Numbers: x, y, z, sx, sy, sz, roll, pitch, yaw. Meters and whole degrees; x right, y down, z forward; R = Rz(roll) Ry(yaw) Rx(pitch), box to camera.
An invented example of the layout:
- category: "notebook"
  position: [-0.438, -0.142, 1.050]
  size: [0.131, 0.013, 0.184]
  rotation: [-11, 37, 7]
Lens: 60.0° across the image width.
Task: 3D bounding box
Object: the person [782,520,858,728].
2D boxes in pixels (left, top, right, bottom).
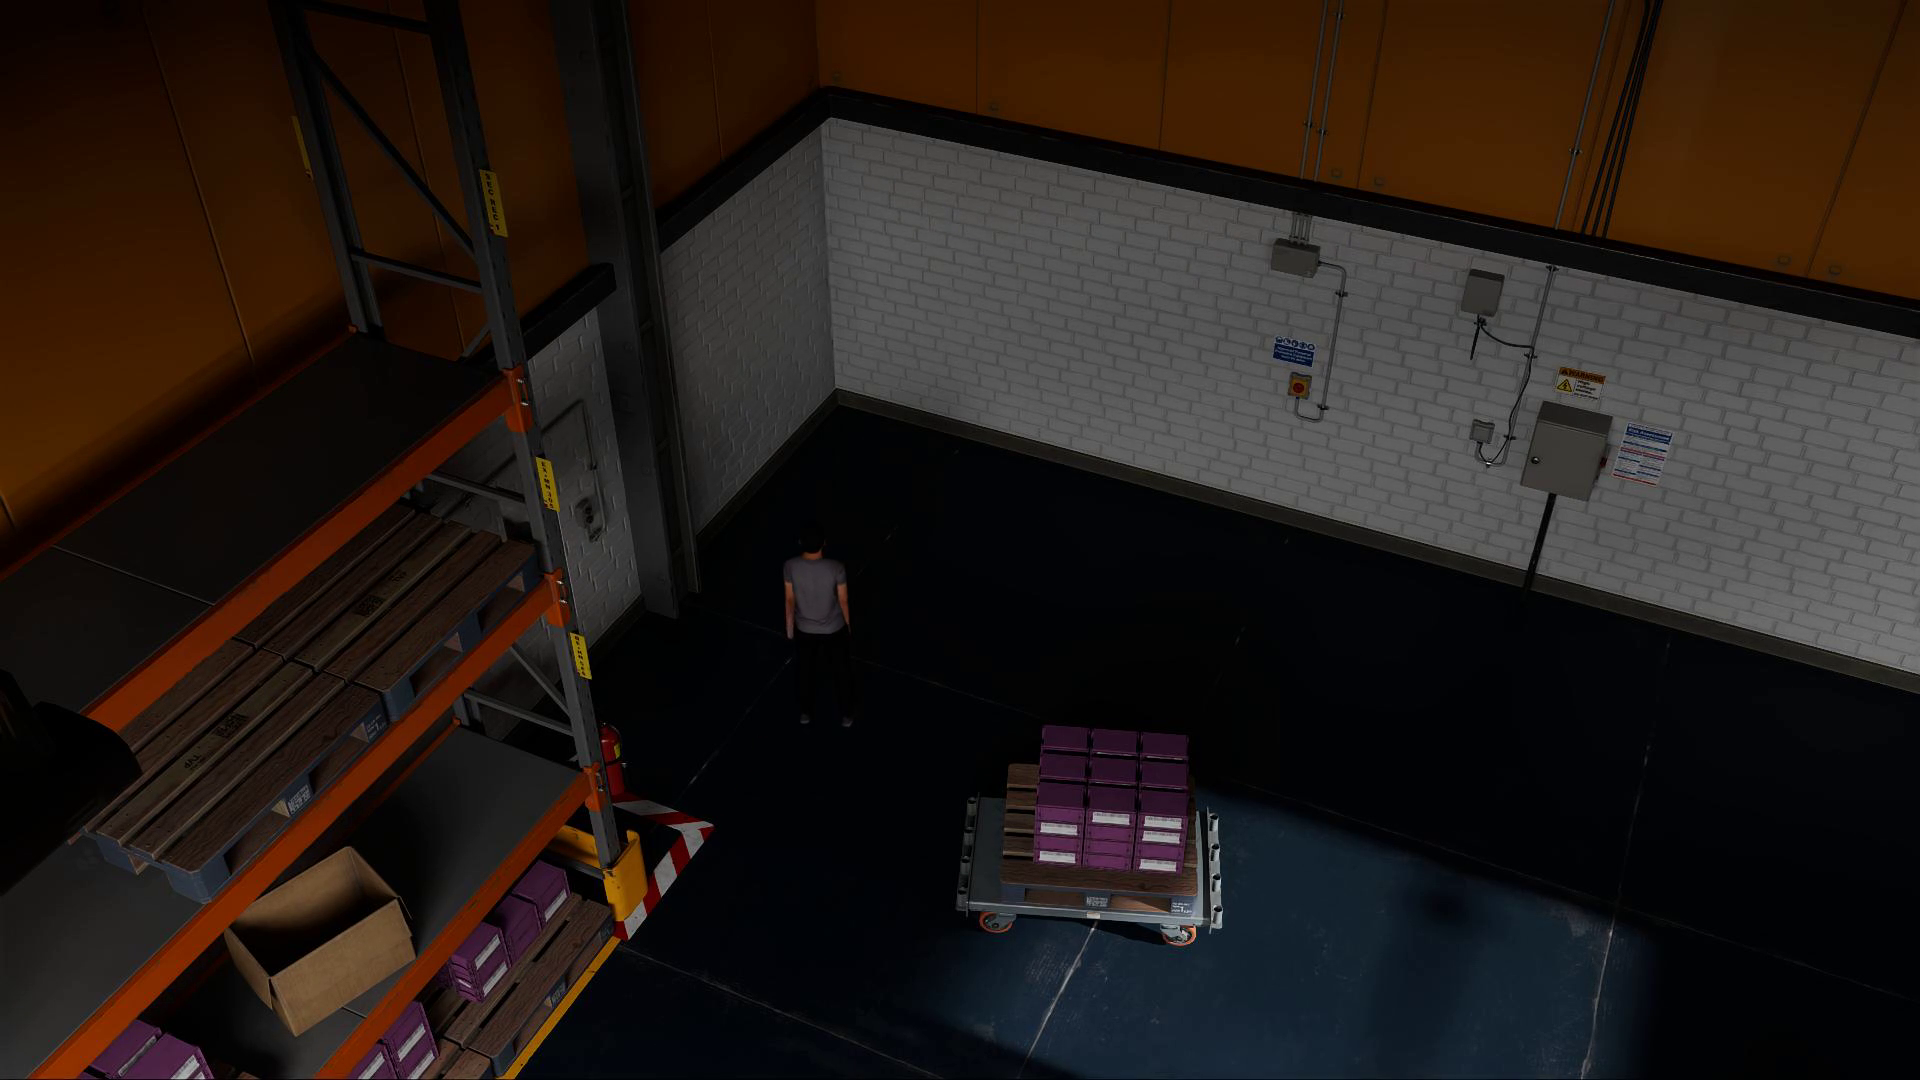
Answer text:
- category: "person"
  position: [-0.973, 0.586, 11.556]
  size: [0.684, 1.750, 0.645]
  rotation: [4, 39, 5]
